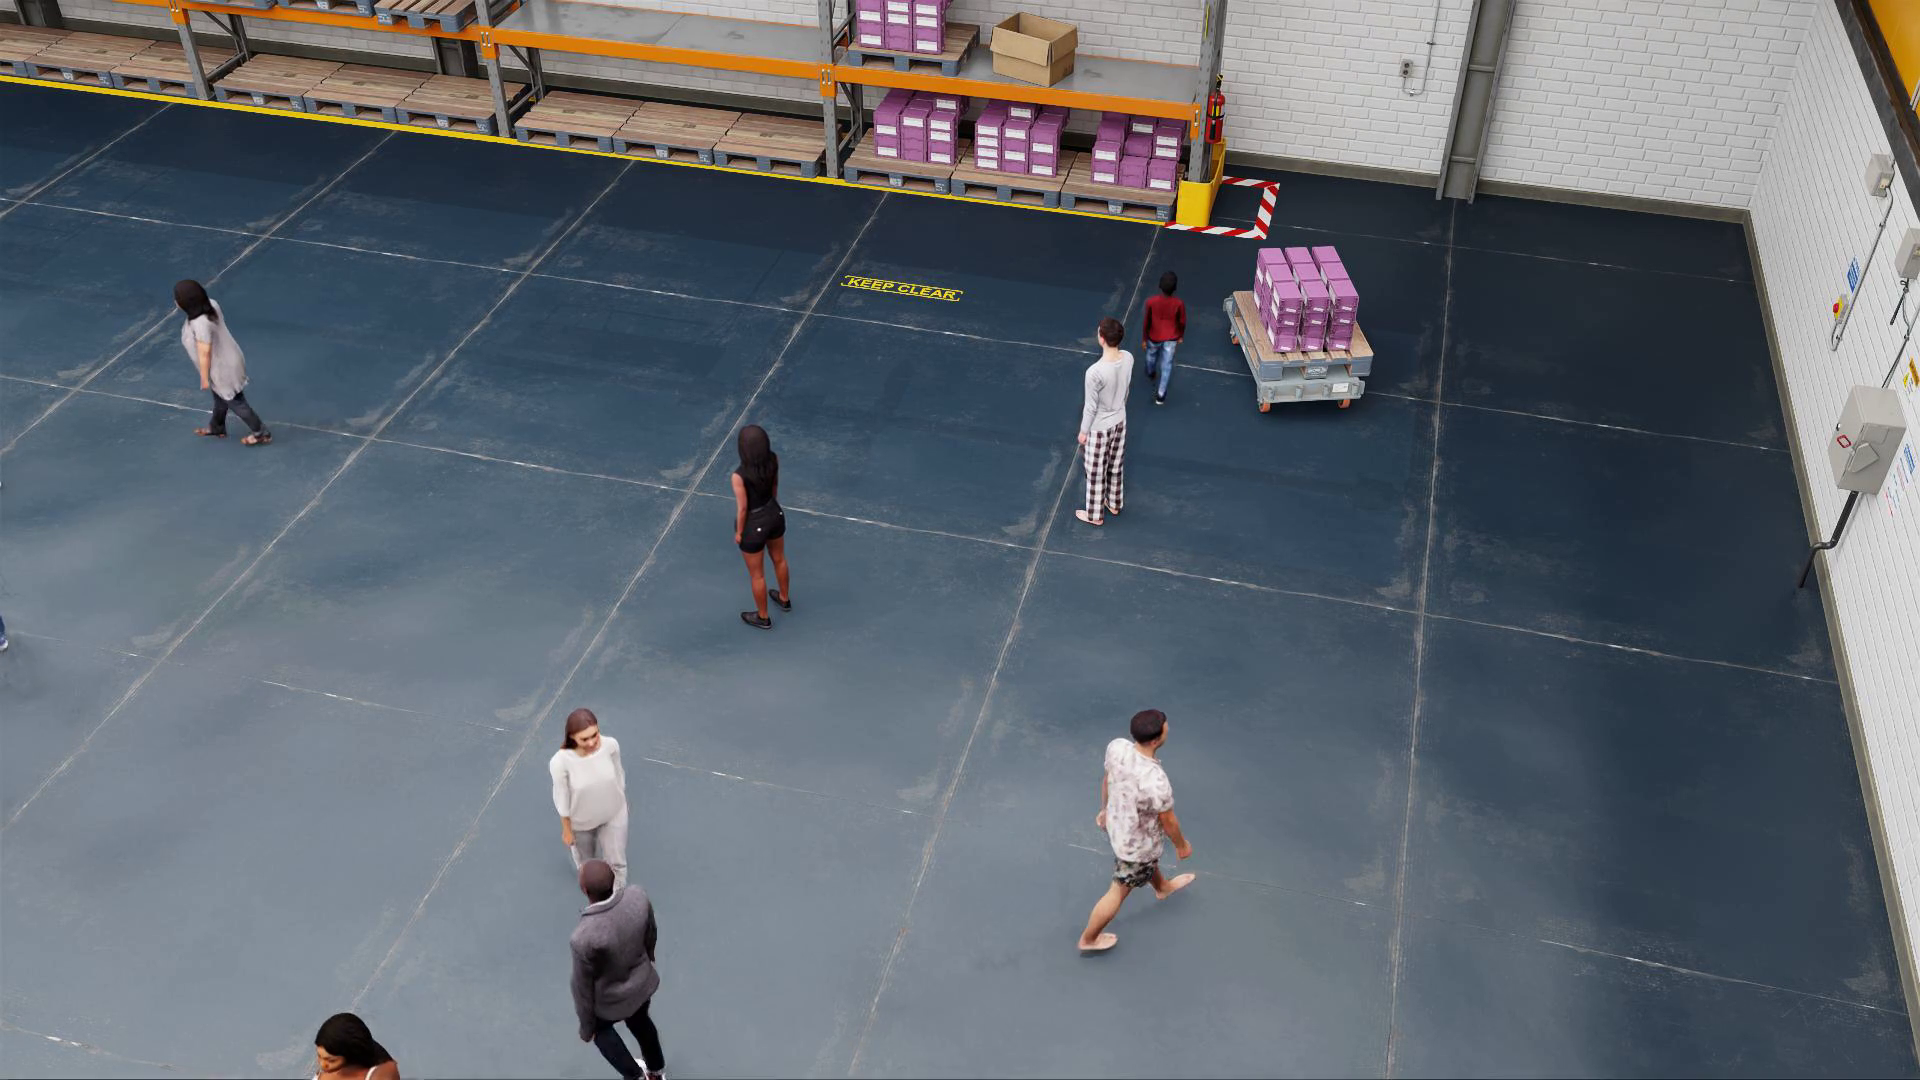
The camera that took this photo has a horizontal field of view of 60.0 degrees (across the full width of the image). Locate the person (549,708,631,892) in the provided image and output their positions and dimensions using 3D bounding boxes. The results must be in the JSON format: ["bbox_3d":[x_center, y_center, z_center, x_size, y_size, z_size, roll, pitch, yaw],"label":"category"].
[{"bbox_3d":[-2.245,1.615,10.067,0.952,1.674,1.015,-21,43,-24],"label":"person"}]

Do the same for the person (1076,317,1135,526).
[{"bbox_3d":[1.154,-0.929,13.113,0.703,1.848,0.716,-29,47,-31],"label":"person"}]

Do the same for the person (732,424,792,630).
[{"bbox_3d":[-1.465,-0.112,12.177,0.629,1.741,0.658,24,45,27],"label":"person"}]

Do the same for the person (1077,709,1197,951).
[{"bbox_3d":[0.962,1.754,9.811,1.235,1.777,1.135,-16,41,-20],"label":"person"}]

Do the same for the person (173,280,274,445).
[{"bbox_3d":[-6.182,-1.486,14.019,0.998,1.588,0.864,-7,39,-9],"label":"person"}]

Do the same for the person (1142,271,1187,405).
[{"bbox_3d":[1.786,-1.759,14.645,0.779,1.234,0.646,4,39,5],"label":"person"}]

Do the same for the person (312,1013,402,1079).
[{"bbox_3d":[-2.915,2.896,8.382,1.171,1.775,0.994,25,45,28],"label":"person"}]

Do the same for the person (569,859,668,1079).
[{"bbox_3d":[-1.759,2.453,8.918,0.836,1.798,0.886,29,47,31],"label":"person"}]
